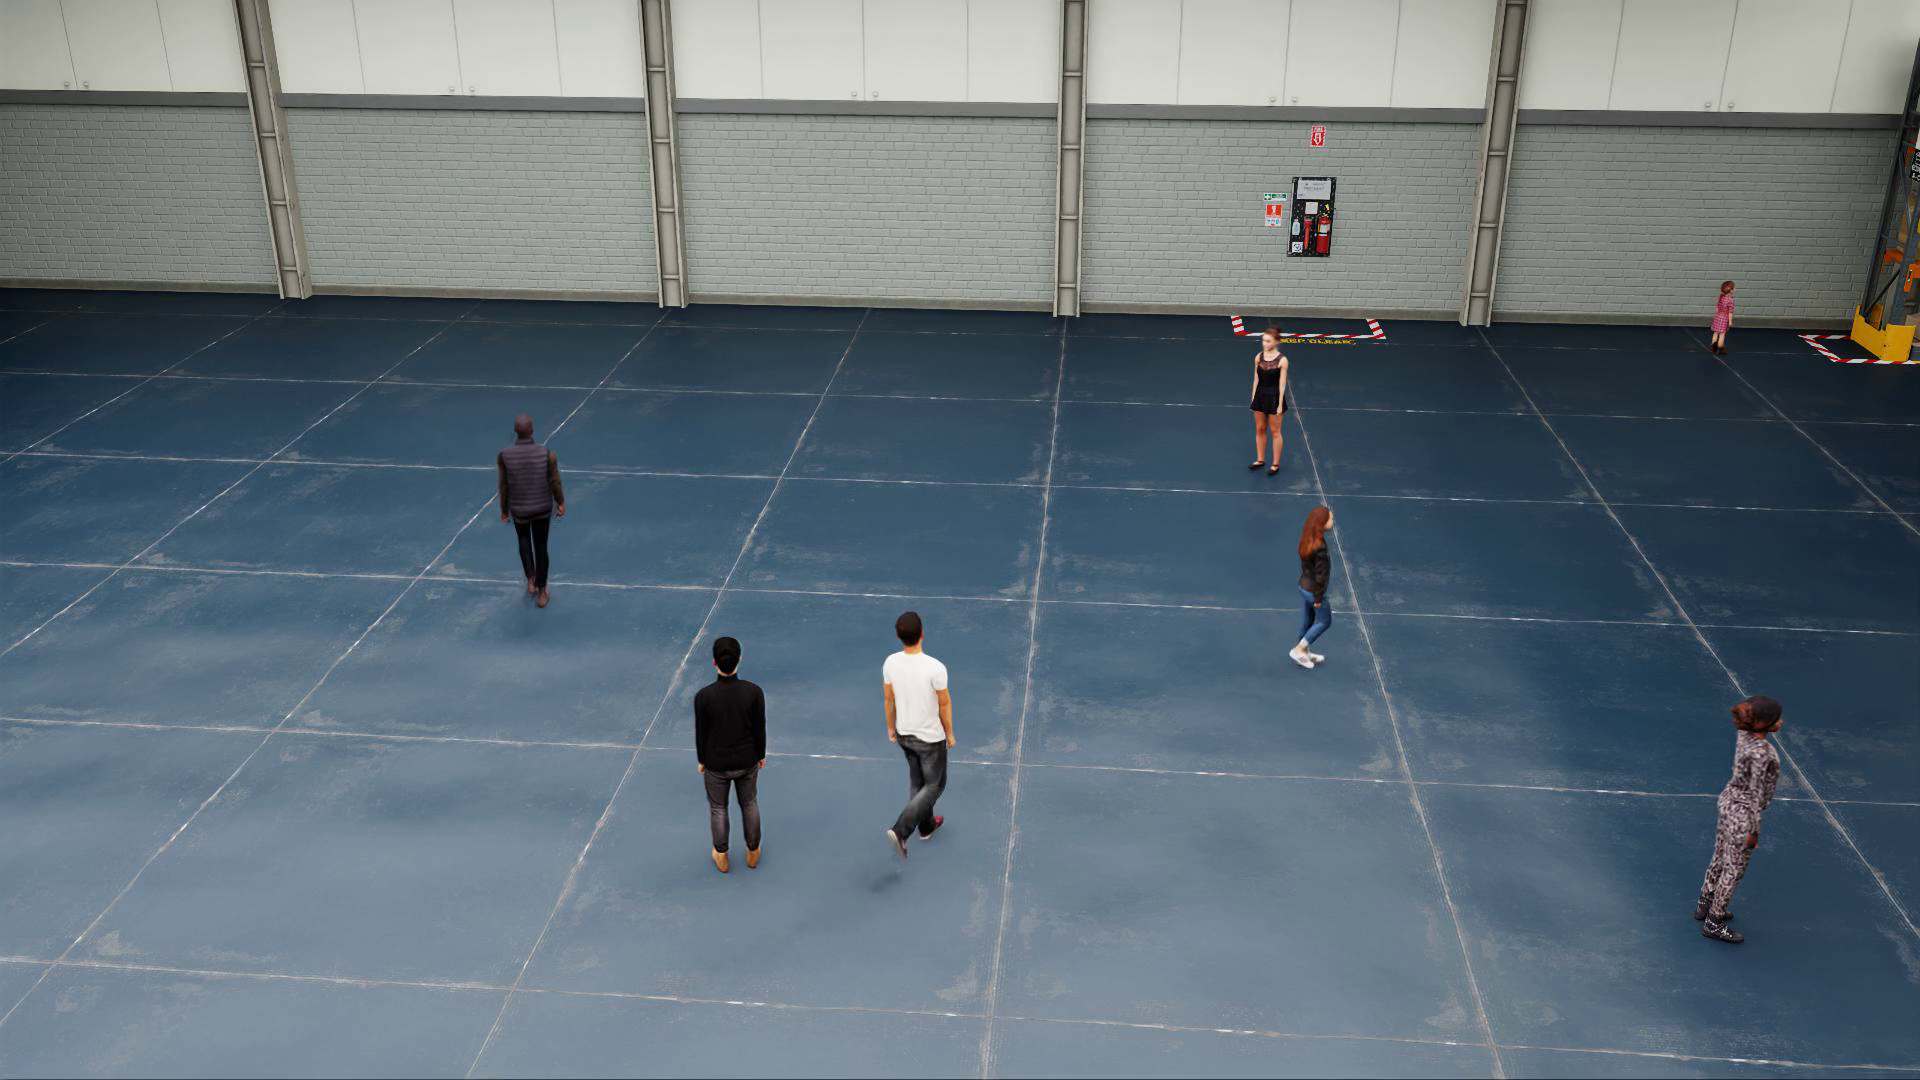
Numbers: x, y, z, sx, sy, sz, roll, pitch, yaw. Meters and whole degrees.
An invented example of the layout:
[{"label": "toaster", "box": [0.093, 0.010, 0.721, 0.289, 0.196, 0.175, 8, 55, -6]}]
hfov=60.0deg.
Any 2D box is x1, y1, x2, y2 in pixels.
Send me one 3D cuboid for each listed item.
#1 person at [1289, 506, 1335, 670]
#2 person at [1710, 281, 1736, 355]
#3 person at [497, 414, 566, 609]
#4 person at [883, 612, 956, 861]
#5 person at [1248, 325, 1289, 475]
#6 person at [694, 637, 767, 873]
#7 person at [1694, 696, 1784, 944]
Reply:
[{"label": "person", "box": [2.942, 0.406, 14.152, 0.662, 1.476, 0.635, -4, 23, -10]}, {"label": "person", "box": [10.519, -3.076, 22.919, 0.534, 1.022, 0.495, -9, 25, -20]}, {"label": "person", "box": [-3.939, -0.240, 15.228, 0.731, 1.822, 0.855, -3, 23, -7]}, {"label": "person", "box": [-0.319, 1.378, 11.477, 1.037, 1.780, 0.976, 14, 27, 29]}, {"label": "person", "box": [3.454, -1.570, 18.539, 0.672, 1.679, 0.748, 20, 30, 39]}, {"label": "person", "box": [-1.568, 1.464, 11.351, 0.620, 1.721, 0.767, -8, 24, -17]}, {"label": "person", "box": [5.001, 1.762, 10.661, 0.574, 1.713, 0.593, 4, 23, 10]}]
